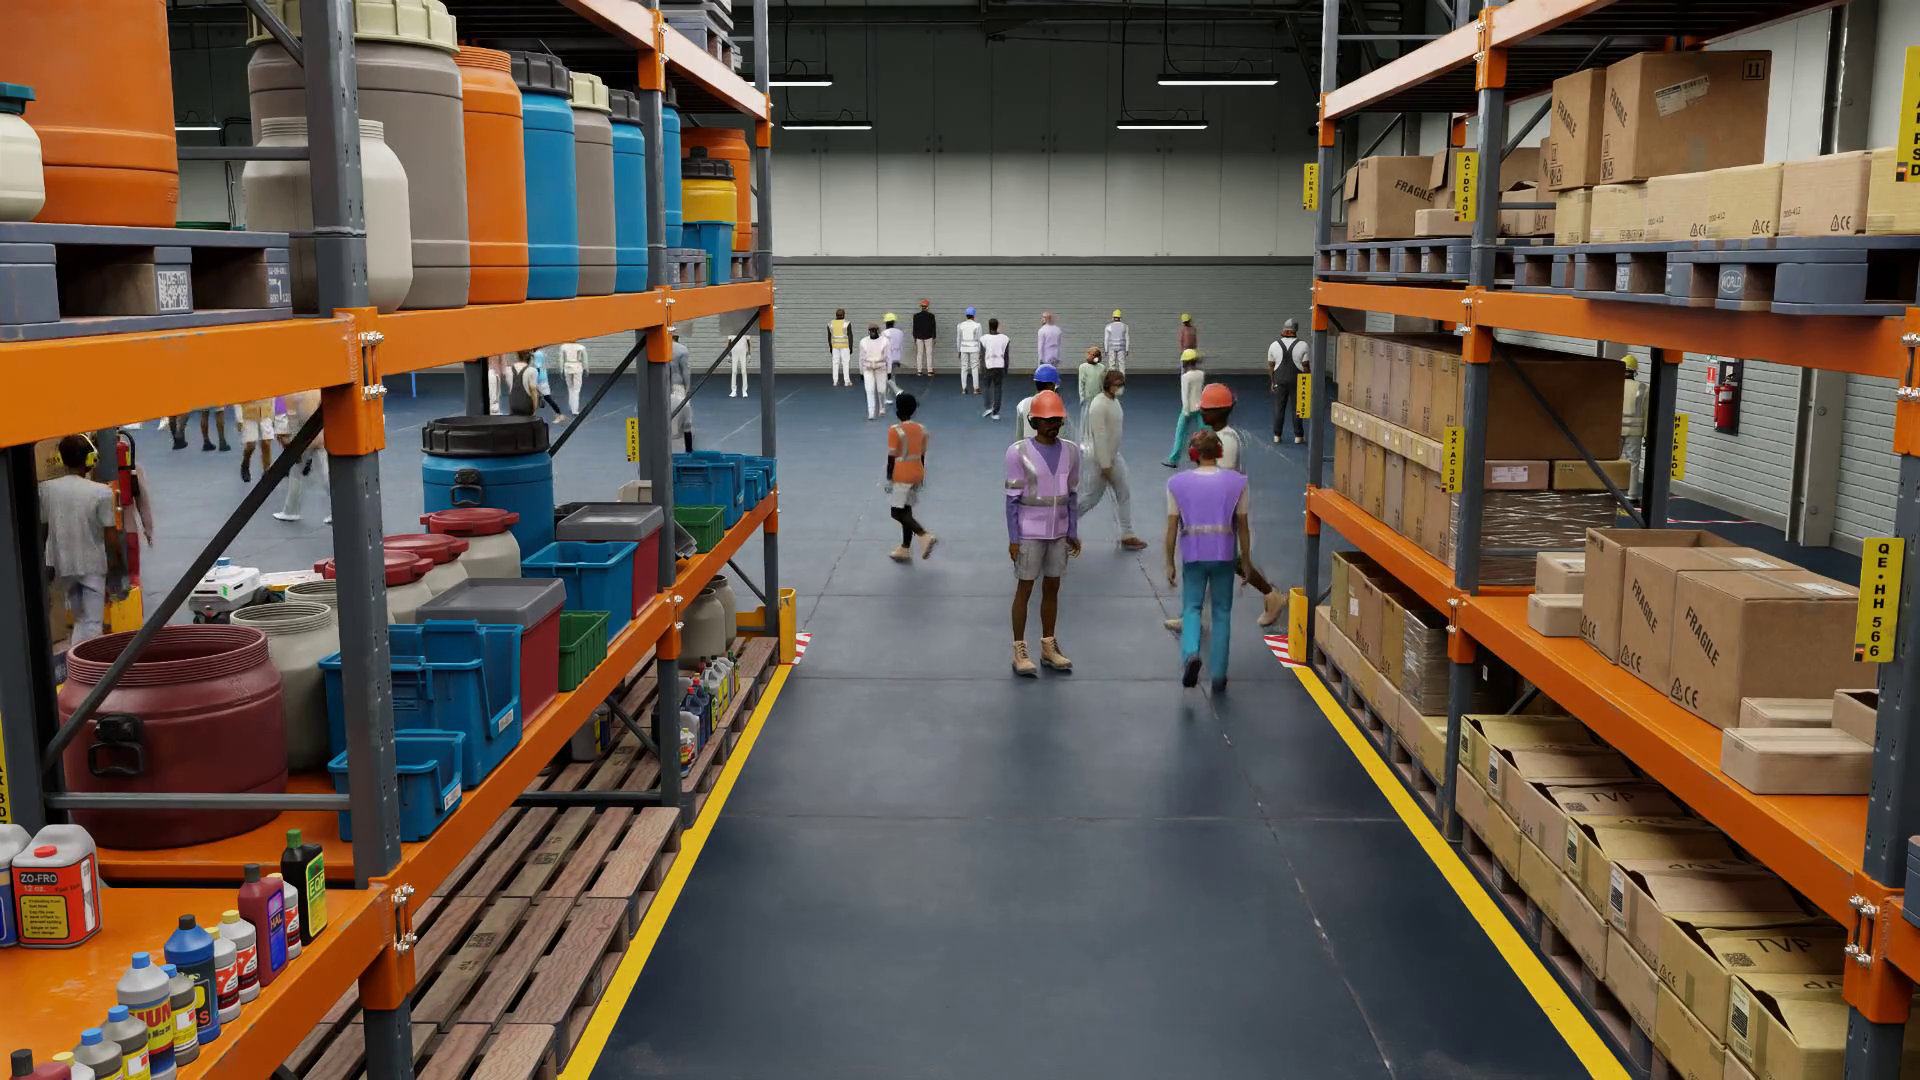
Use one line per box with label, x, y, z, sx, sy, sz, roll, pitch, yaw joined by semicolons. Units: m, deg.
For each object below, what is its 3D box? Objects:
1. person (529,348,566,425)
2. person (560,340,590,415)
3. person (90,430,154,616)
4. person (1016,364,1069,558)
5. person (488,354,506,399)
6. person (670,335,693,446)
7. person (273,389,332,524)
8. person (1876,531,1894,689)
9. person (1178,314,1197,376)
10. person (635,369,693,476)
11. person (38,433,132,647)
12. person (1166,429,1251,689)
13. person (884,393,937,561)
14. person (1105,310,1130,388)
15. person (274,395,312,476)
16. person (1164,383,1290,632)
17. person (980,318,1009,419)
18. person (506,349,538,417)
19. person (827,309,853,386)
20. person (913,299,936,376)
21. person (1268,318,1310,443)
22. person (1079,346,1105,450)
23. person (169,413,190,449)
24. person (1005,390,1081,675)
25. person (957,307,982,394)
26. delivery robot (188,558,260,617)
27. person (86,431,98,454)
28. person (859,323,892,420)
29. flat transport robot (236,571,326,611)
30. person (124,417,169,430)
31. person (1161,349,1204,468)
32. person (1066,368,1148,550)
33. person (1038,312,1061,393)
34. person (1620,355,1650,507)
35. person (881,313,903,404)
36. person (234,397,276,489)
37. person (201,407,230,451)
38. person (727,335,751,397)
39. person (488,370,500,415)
person;-7.638;-2.900;30.196;0.917;1.653;0.540;-5;11;-28
person;-7.466;-3.249;32.361;0.550;1.609;0.718;1;10;6
person;-6.539;-0.055;12.837;0.563;1.740;0.438;-6;11;-34
person;0.833;-0.776;16.571;0.615;1.945;0.400;9;13;43
person;-8.739;-3.114;30.769;0.655;1.889;0.755;-1;10;-5
person;-4.620;-2.488;26.857;0.628;1.940;0.373;4;10;21
person;-7.390;-1.119;18.853;0.988;1.882;0.607;4;10;25
person;5.070;0.561;8.773;0.653;1.889;1.034;-2;10;-13
person;5.563;-4.616;40.257;0.692;1.719;0.382;-6;11;-30
person;-3.035;-0.876;17.236;0.618;1.935;0.957;-5;11;-26
person;-5.728;0.217;10.896;0.562;1.853;0.450;0;9;2
person;1.707;0.151;11.415;0.591;1.819;0.561;2;10;9
person;-0.470;-0.604;16.317;0.597;1.681;0.536;7;12;35
person;3.723;-4.537;39.445;0.588;1.833;0.404;1;10;5
person;-9.254;-1.808;22.908;0.800;1.914;0.544;4;10;22
person;2.173;-0.253;13.303;0.953;2.012;0.611;0;9;-3
person;0.650;-3.262;31.623;0.596;1.901;0.491;-2;10;-12
person;-6.074;-1.834;23.352;0.494;1.791;0.940;2;10;10
person;-2.858;-4.628;39.965;0.627;1.844;0.429;3;10;16
person;-0.918;-5.287;43.452;0.618;1.993;0.396;3;10;16
person;5.432;-2.606;27.380;0.683;2.000;0.538;4;10;22
person;2.092;-2.246;26.315;0.498;1.633;0.282;-6;11;-32
person;-12.509;-2.421;26.544;0.536;1.914;0.436;1;10;5
person;0.615;-0.059;11.991;0.609;2.044;0.394;-5;11;-28
person;0.226;-4.271;37.502;0.605;1.949;0.401;3;10;20
delivery robot;-6.021;0.388;13.611;0.477;0.478;0.707;0;10;-1
person;-13.253;-2.142;25.014;0.678;1.852;0.995;1;10;4
person;-1.607;-3.213;31.544;0.638;1.821;0.636;1;10;4
flat transport robot;-5.722;0.413;14.589;1.431;0.197;0.652;-5;11;-28
person;-14.454;-2.865;29.445;0.893;1.837;0.514;0;9;2
person;3.328;-1.864;23.775;0.530;1.721;0.900;-8;13;-41
person;1.435;-0.837;17.177;0.935;1.893;0.632;4;10;25
person;1.924;-3.929;35.647;0.641;1.885;0.552;-8;12;-39
person;8.068;-1.321;20.177;0.590;1.833;0.404;5;11;26
person;-1.415;-3.768;34.602;0.670;1.910;0.606;9;13;42
person;-9.237;-1.627;21.756;0.561;1.919;0.598;-9;13;-43
person;-11.803;-2.360;26.237;0.564;1.923;0.517;-1;10;-7
person;-4.860;-4.077;36.596;0.530;1.863;0.321;0;9;0
person;-6.176;-1.534;21.384;0.669;1.859;0.584;-9;13;-42
